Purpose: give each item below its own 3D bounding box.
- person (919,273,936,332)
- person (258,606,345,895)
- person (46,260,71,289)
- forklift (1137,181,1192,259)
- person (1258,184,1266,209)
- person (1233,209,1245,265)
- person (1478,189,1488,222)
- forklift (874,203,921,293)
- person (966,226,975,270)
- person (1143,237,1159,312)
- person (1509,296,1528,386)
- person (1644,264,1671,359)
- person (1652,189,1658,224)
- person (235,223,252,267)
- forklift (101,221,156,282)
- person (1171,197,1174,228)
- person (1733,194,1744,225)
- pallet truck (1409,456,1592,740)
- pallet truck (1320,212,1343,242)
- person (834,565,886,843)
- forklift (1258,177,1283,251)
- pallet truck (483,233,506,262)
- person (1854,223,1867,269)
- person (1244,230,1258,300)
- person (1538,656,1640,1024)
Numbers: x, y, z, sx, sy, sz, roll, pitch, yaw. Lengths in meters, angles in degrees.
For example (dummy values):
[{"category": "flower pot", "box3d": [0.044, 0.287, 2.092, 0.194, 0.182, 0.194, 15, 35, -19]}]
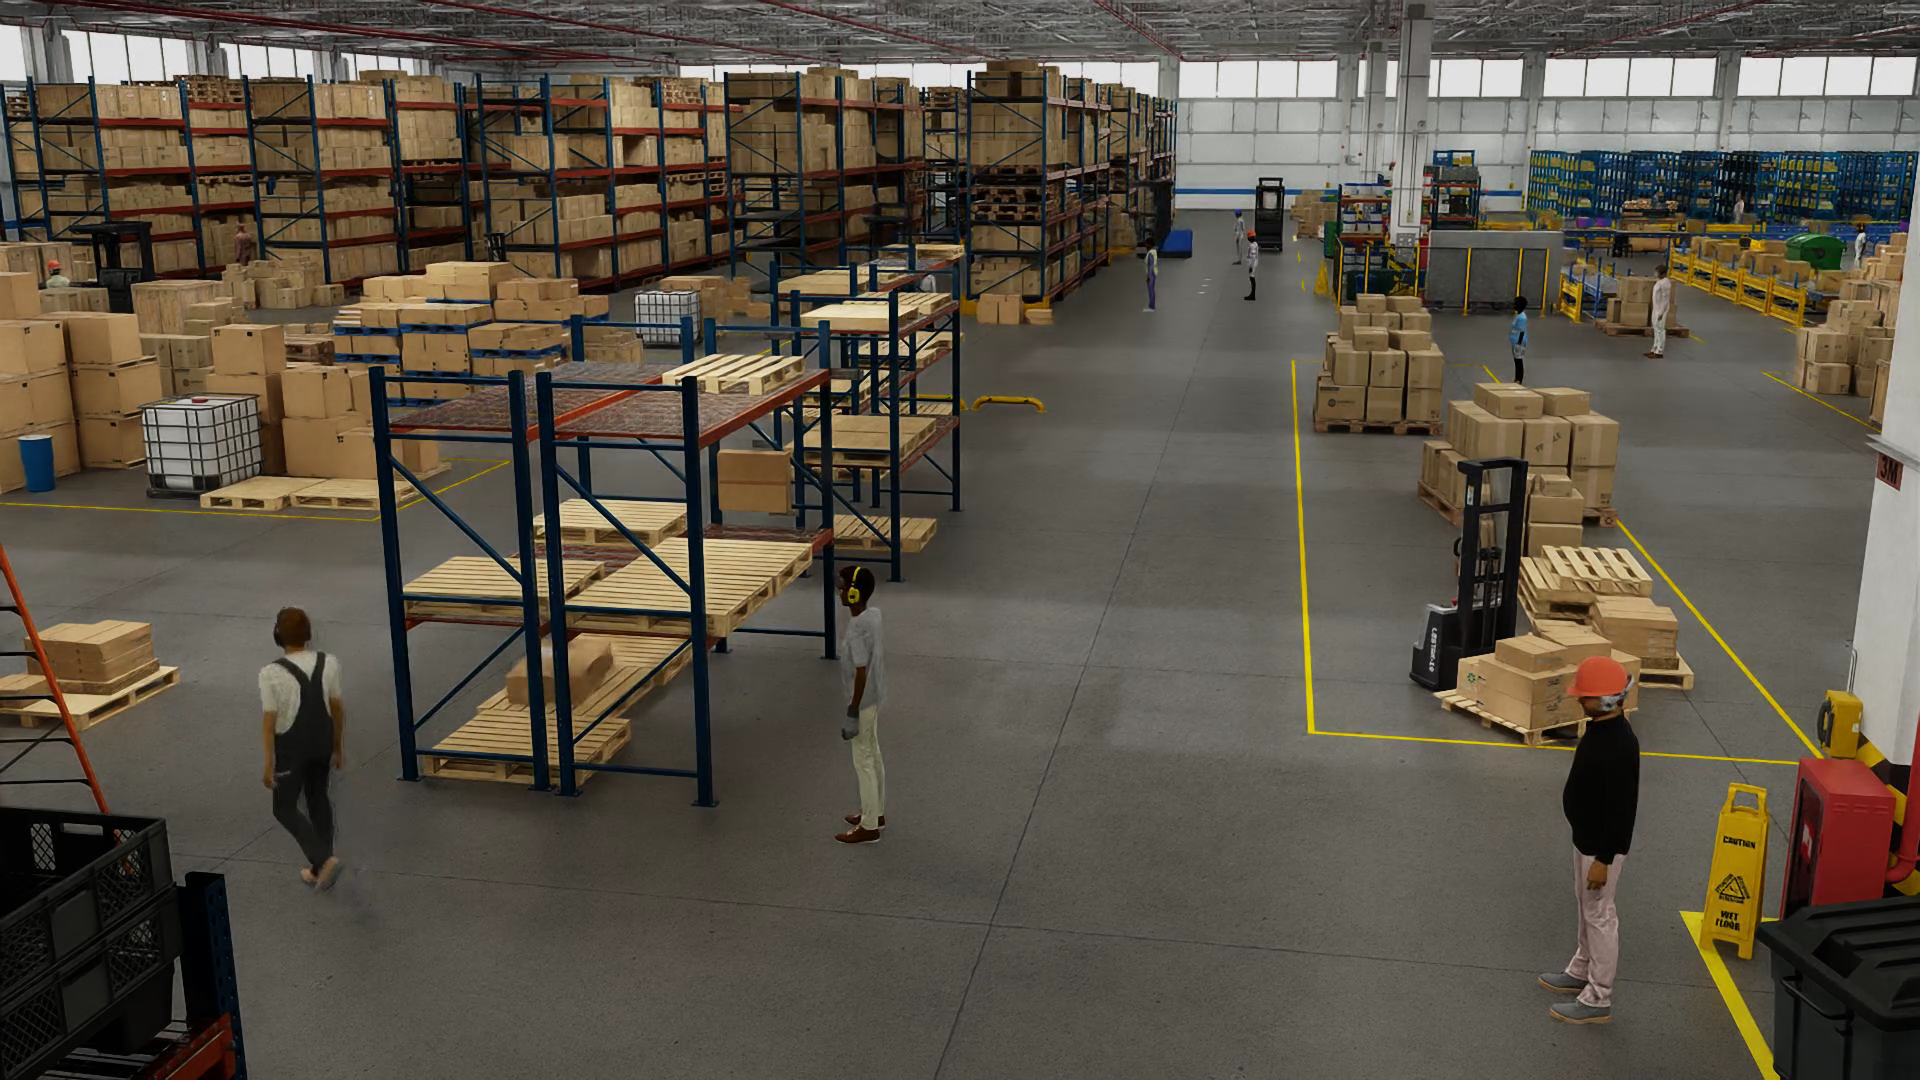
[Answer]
[{"category": "person", "box3d": [-0.691, -4.952, 35.206, 0.377, 1.959, 0.604, 3, 14, 11]}, {"category": "person", "box3d": [-3.951, 1.299, 10.086, 0.487, 1.828, 0.542, 10, 17, 36]}, {"category": "person", "box3d": [-18.647, -4.787, 34.459, 0.379, 1.996, 0.610, 3, 14, 11]}, {"category": "forklift", "box3d": [7.488, -11.669, 60.579, 1.873, 2.768, 1.129, -1, 14, -2]}, {"category": "person", "box3d": [15.647, -17.479, 86.189, 0.407, 1.902, 0.639, 3, 14, 11]}, {"category": "person", "box3d": [9.755, -10.610, 58.219, 0.401, 1.938, 0.603, 3, 14, 11]}, {"category": "person", "box3d": [26.552, -16.939, 84.329, 0.504, 1.732, 0.579, -6, 15, -23]}, {"category": "forklift", "box3d": [-1.682, -7.167, 42.302, 1.129, 2.768, 1.873, 3, 14, 10]}, {"category": "person", "box3d": [0.354, -9.917, 55.911, 0.319, 1.692, 0.533, 3, 14, 11]}, {"category": "person", "box3d": [4.948, -6.873, 43.100, 0.392, 1.914, 0.587, 3, 14, 11]}, {"category": "person", "box3d": [10.095, -3.558, 30.083, 0.319, 1.697, 0.533, 3, 14, 11]}, {"category": "person", "box3d": [14.404, -4.704, 34.254, 0.372, 1.934, 0.627, 3, 14, 11]}, {"category": "person", "box3d": [33.687, -16.100, 80.716, 0.390, 1.838, 0.562, 3, 14, 11]}, {"category": "person", "box3d": [-21.418, -8.489, 49.672, 0.407, 1.910, 0.639, 3, 14, 11]}, {"category": "forklift", "box3d": [-16.772, -5.071, 33.793, 1.129, 2.768, 1.873, 3, 14, 10]}, {"category": "person", "box3d": [9.650, -15.056, 76.511, 0.403, 1.822, 0.589, 3, 14, 11]}, {"category": "person", "box3d": [33.959, -14.138, 72.625, 0.407, 1.902, 0.639, 3, 14, 11]}, {"category": "pallet truck", "box3d": [4.504, 0.400, 13.395, 0.823, 1.965, 1.885, -6, 15, -23]}, {"category": "pallet truck", "box3d": [15.874, -13.227, 70.310, 0.680, 1.201, 1.601, 10, 17, 35]}, {"category": "person", "box3d": [-0.660, 1.076, 10.915, 0.328, 1.873, 0.517, 3, 14, 11]}, {"category": "forklift", "box3d": [12.083, -12.747, 64.956, 1.129, 2.768, 1.873, 3, 14, 10]}, {"category": "pallet truck", "box3d": [-11.832, -7.026, 43.548, 1.885, 1.965, 0.823, 8, 16, 28]}, {"category": "person", "box3d": [27.467, -8.752, 50.832, 0.328, 1.865, 0.517, 3, 14, 11]}, {"category": "person", "box3d": [8.061, -7.605, 46.042, 0.372, 1.928, 0.543, 3, 14, 11]}, {"category": "person", "box3d": [3.318, 1.559, 8.714, 0.392, 1.986, 0.610, 3, 14, 11]}]
